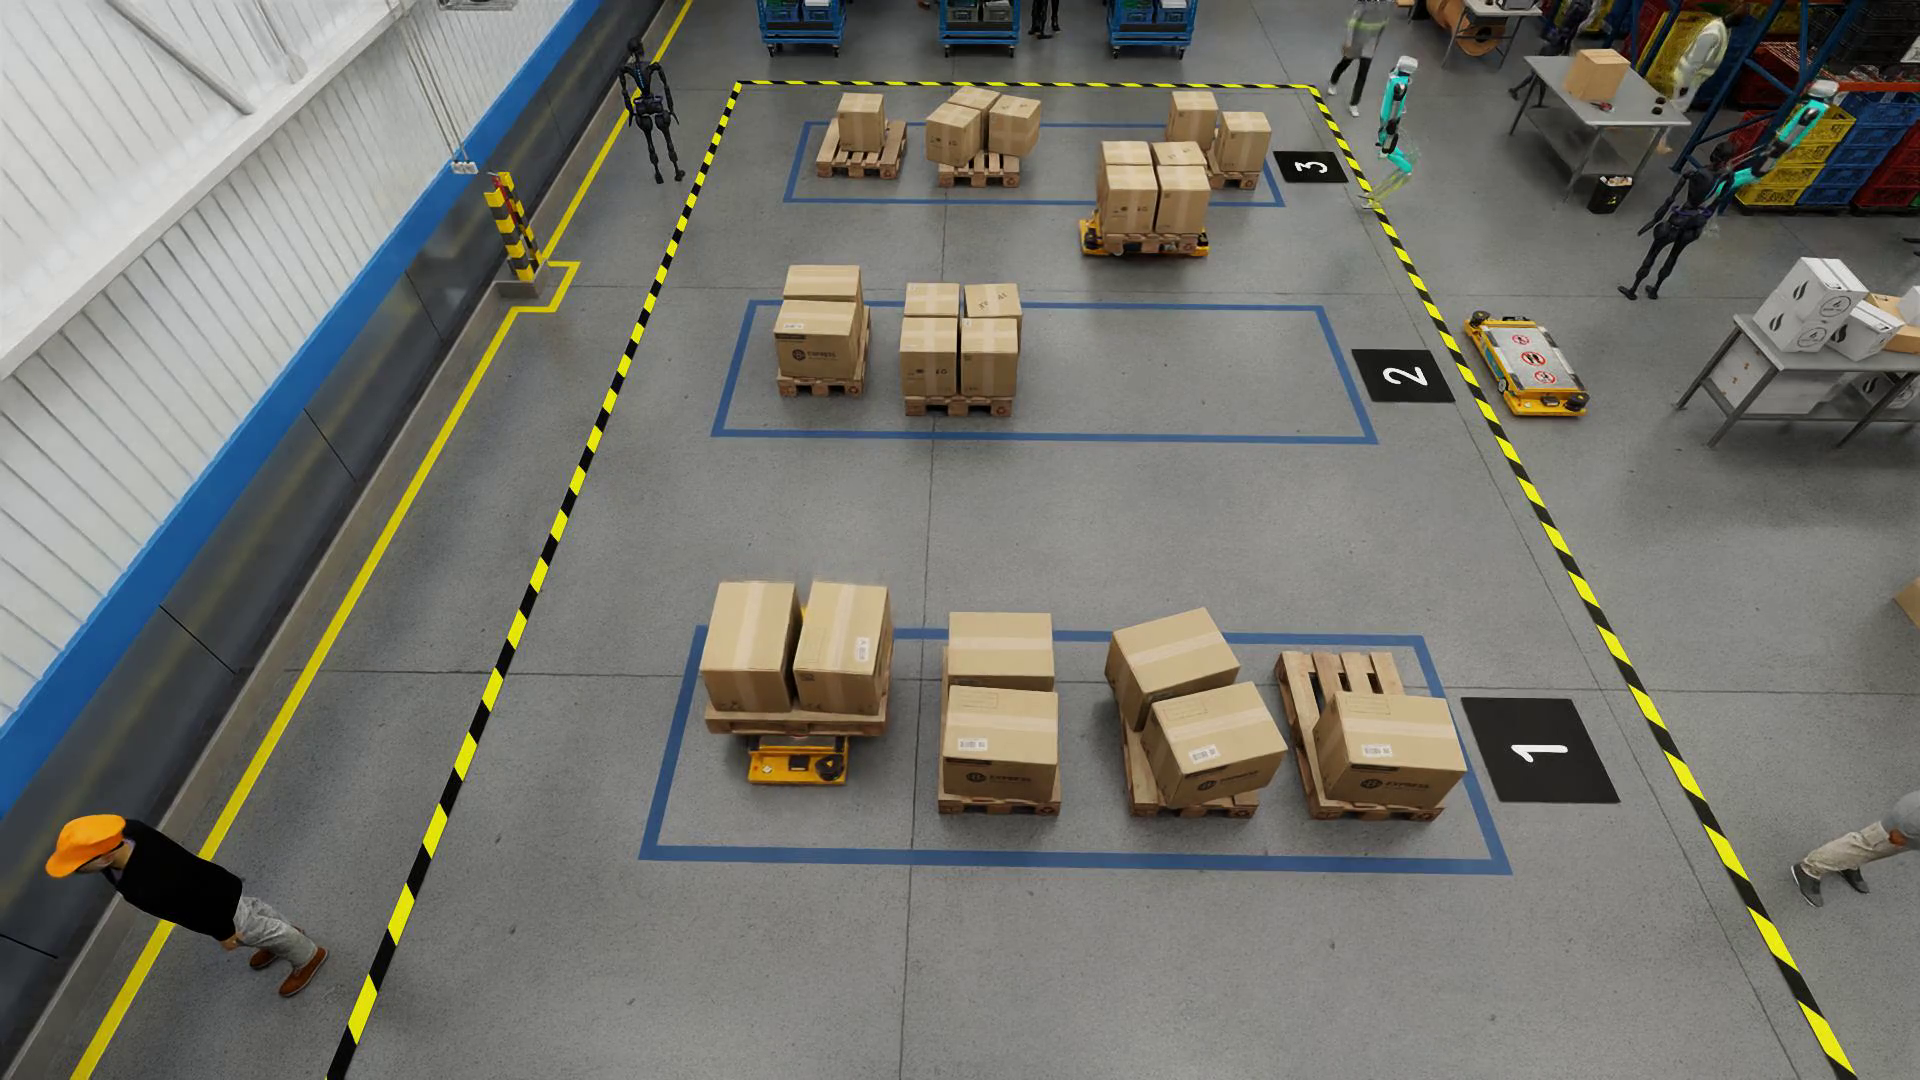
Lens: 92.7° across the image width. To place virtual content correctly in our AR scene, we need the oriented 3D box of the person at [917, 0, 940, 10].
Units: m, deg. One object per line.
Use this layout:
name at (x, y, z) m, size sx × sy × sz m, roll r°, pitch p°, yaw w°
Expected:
person at (-0.503, -9.650, 14.785) m, size 0.627 × 1.935 × 0.374 m, roll -23°, pitch 53°, yaw -19°

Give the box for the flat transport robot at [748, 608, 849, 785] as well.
flat transport robot at (-1.092, 1.057, 6.600) m, size 0.652 × 0.197 × 1.431 m, roll 1°, pitch 49°, yaw 1°

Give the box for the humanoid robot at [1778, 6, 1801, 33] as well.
humanoid robot at (13.153, -8.683, 14.122) m, size 0.609 × 1.643 × 0.507 m, roll 4°, pitch 49°, yaw 4°

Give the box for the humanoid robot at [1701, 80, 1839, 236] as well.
humanoid robot at (8.837, -4.250, 10.232) m, size 0.705 × 1.776 × 0.538 m, roll 35°, pitch 58°, yaw 27°

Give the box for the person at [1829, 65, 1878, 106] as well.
person at (11.247, -5.849, 11.528) m, size 0.350 × 1.882 × 0.582 m, roll 4°, pitch 49°, yaw 3°

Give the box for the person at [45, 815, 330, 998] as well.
person at (-3.982, 1.912, 4.811) m, size 0.585 × 1.884 × 0.362 m, roll 27°, pitch 54°, yaw 21°

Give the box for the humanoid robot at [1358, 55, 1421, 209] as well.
humanoid robot at (5.049, -4.604, 10.458) m, size 0.735 × 1.677 × 0.533 m, roll 9°, pitch 50°, yaw 8°

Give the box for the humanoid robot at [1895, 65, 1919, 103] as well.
humanoid robot at (12.167, -5.722, 11.493) m, size 0.710 × 1.742 × 0.531 m, roll -1°, pitch 49°, yaw -1°

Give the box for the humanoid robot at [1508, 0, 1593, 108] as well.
humanoid robot at (8.115, -6.773, 12.501) m, size 0.591 × 1.636 × 0.722 m, roll -32°, pitch 56°, yaw -25°

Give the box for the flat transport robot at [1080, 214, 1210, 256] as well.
flat transport robot at (2.126, -3.555, 10.592) m, size 1.431 × 0.197 × 0.652 m, roll 1°, pitch 49°, yaw 1°

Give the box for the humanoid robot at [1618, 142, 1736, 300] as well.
humanoid robot at (7.385, -3.253, 9.407) m, size 0.599 × 1.657 × 0.315 m, roll 2°, pitch 49°, yaw 2°

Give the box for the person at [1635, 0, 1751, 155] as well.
person at (9.201, -5.883, 11.606) m, size 0.673 × 1.807 × 0.586 m, roll -37°, pitch 59°, yaw -28°

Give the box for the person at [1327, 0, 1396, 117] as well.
person at (5.449, -6.838, 12.432) m, size 0.588 × 1.816 × 0.883 m, roll 0°, pitch 49°, yaw 0°

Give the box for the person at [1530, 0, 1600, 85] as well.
person at (8.612, -7.318, 12.865) m, size 0.572 × 1.786 × 0.622 m, roll 15°, pitch 51°, yaw 12°

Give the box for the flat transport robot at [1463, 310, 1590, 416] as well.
flat transport robot at (5.573, -1.757, 9.054) m, size 0.659 × 0.231 × 1.431 m, roll 1°, pitch 49°, yaw 1°

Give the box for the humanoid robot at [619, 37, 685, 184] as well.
humanoid robot at (-3.737, -5.169, 11.067) m, size 0.599 × 1.655 × 0.315 m, roll -7°, pitch 50°, yaw -6°

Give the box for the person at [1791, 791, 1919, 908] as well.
person at (5.508, 1.583, 5.172) m, size 0.572 × 1.764 × 0.402 m, roll -10°, pitch 50°, yaw -8°

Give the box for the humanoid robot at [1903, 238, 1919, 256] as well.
humanoid robot at (11.081, -3.893, 9.960) m, size 0.315 × 1.659 × 0.599 m, roll 13°, pitch 50°, yaw 11°

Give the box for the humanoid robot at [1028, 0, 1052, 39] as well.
humanoid robot at (1.281, -8.664, 14.091) m, size 0.315 × 1.657 × 0.599 m, roll -23°, pitch 53°, yaw -19°

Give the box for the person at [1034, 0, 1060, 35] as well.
person at (1.404, -8.865, 14.084) m, size 0.612 × 1.964 × 0.361 m, roll -7°, pitch 49°, yaw -6°
